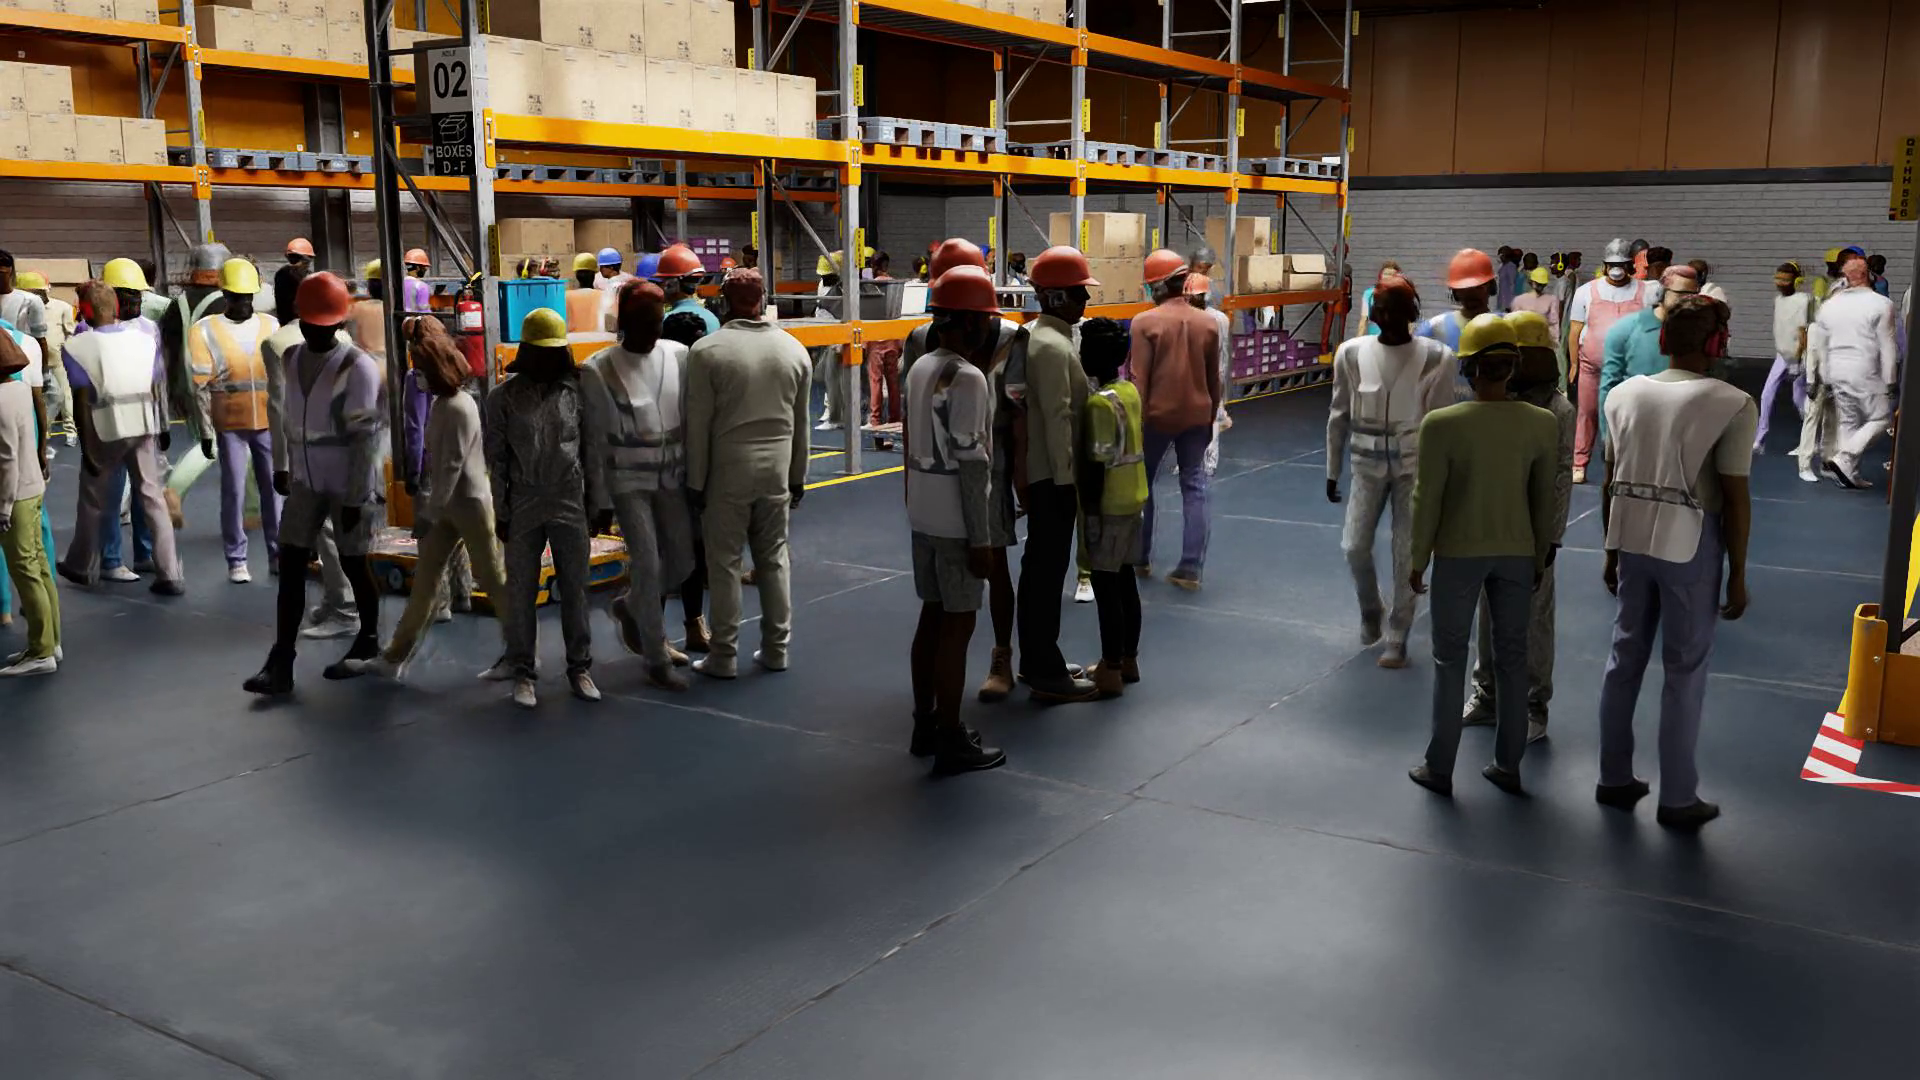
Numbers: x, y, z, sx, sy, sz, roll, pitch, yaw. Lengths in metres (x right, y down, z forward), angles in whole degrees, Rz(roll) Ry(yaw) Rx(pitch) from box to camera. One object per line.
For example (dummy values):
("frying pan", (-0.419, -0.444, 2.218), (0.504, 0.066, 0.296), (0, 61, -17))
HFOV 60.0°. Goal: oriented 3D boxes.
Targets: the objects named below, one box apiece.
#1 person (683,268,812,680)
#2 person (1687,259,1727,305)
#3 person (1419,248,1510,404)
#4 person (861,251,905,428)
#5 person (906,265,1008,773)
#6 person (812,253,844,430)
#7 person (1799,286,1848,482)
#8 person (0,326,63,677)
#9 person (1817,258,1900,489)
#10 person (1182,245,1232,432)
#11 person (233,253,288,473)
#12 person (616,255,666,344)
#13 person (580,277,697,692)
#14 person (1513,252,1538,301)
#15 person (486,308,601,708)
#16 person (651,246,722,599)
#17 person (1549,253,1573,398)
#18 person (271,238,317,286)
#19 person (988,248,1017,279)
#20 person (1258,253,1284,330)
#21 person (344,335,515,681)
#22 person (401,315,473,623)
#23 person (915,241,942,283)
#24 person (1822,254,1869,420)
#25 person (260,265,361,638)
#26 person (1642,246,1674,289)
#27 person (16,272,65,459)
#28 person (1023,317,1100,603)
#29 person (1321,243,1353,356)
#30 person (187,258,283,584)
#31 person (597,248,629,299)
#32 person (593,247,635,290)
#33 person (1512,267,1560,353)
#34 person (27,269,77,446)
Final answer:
("person", (-0.996, -0.303, 7.727), (0.658, 1.893, 0.400), (-8, 13, -38))
("person", (7.915, -2.098, 17.867), (0.582, 1.831, 0.638), (-6, 12, -29))
("person", (2.824, -0.607, 9.183), (0.620, 1.979, 1.063), (1, 10, 4))
("person", (-0.811, -2.099, 17.647), (0.598, 1.908, 0.410), (-9, 14, -42))
("person", (-0.006, -0.077, 6.373), (0.388, 1.930, 0.544), (-5, 11, -24))
("person", (-1.354, -2.097, 17.675), (0.454, 1.885, 0.650), (-5, 11, -27))
("person", (7.314, -1.305, 13.970), (0.513, 1.642, 0.311), (-3, 11, -16))
("person", (-4.423, -0.180, 7.758), (0.275, 1.631, 0.507), (-3, 11, -18))
("person", (7.228, -1.315, 13.364), (0.576, 1.875, 0.674), (-4, 11, -21))
("person", (2.449, -2.101, 17.271), (0.685, 2.000, 1.069), (8, 13, 36))
("person", (-6.058, -1.495, 14.271), (0.639, 1.910, 0.594), (0, 10, -1))
("person", (-1.990, -0.852, 10.688), (0.478, 1.920, 0.753), (-3, 11, -18))
("person", (-1.461, -0.255, 7.536), (0.633, 1.864, 0.611), (-10, 14, -43))
("person", (8.494, -3.389, 24.992), (0.350, 1.837, 0.503), (-4, 11, -22))
("person", (-1.787, -0.135, 7.231), (0.483, 1.738, 0.320), (-4, 11, -23))
("person", (-1.564, -0.663, 9.476), (0.396, 1.989, 0.619), (4, 11, 23))
("person", (7.715, -2.756, 21.420), (0.329, 1.861, 0.506), (4, 11, 20))
("person", (-6.929, -2.158, 17.587), (0.615, 2.038, 0.395), (3, 11, 17))
("person", (0.518, -3.284, 24.108), (0.630, 1.940, 0.372), (-2, 10, -11))
("person", (4.866, -3.580, 26.046), (0.507, 1.838, 0.341), (-6, 12, -28))
("person", (-2.359, -0.112, 7.483), (0.841, 1.590, 0.505), (-8, 13, -37))
("person", (-2.786, -0.379, 8.874), (0.315, 1.631, 0.524), (2, 10, 9))
("person", (-0.442, -3.956, 27.667), (0.619, 2.003, 0.683), (1, 10, 6))
("person", (10.016, -2.247, 18.564), (0.609, 1.861, 0.777), (-10, 14, -43))
("person", (-3.321, -0.447, 8.531), (0.544, 1.894, 0.602), (3, 11, 16))
("person", (6.942, -1.967, 16.740), (0.361, 1.962, 0.617), (0, 10, 0))
("person", (-8.524, -1.598, 15.337), (0.421, 1.726, 0.516), (-4, 11, -23))
("person", (0.581, -0.602, 9.310), (0.587, 1.920, 0.397), (3, 11, 18))
("person", (6.445, -4.077, 28.388), (0.618, 1.986, 0.407), (-4, 11, -22))
("person", (-4.224, -0.699, 9.863), (0.591, 1.915, 0.401), (-10, 14, -43))
("person", (-3.589, -2.068, 17.380), (0.420, 1.939, 0.608), (1, 10, 8))
("person", (-4.086, -2.479, 19.646), (0.637, 1.938, 0.355), (-7, 12, -35))
("person", (6.767, -2.377, 19.705), (0.527, 1.721, 0.826), (0, 10, -1))
("person", (-8.959, -1.773, 16.298), (0.573, 1.738, 0.351), (-3, 11, -17))
